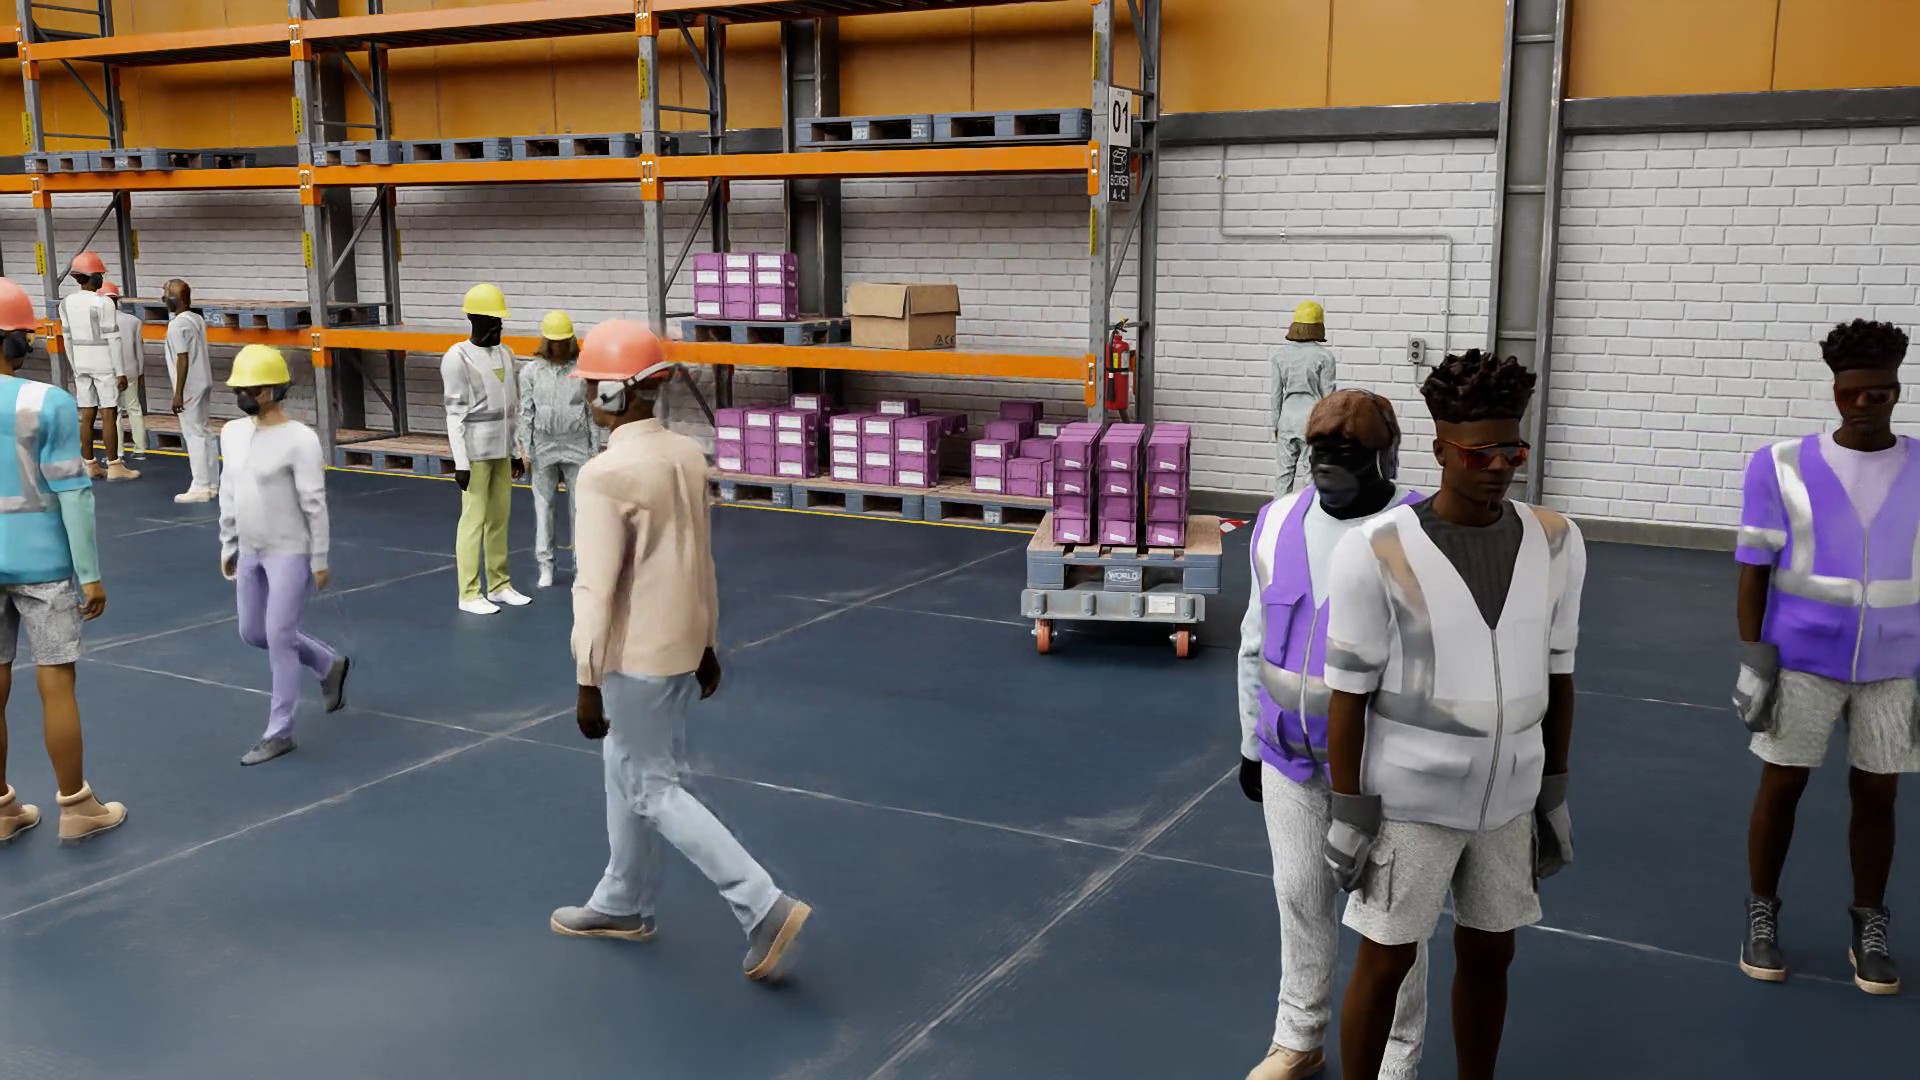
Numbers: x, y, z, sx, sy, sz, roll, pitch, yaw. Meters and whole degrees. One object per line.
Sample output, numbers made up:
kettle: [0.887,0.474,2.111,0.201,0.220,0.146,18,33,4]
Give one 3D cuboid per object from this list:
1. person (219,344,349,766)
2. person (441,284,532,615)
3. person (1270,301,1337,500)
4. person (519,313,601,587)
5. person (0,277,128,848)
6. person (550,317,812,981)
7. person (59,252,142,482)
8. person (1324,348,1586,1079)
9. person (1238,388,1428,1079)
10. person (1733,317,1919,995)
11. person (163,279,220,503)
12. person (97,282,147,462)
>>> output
person: [-2.871,0.033,7.097,0.538,1.749,0.656,5,12,26]
person: [-2.750,-0.525,9.704,0.398,1.919,0.582,4,11,20]
person: [2.411,-0.795,11.650,0.487,1.744,0.296,7,13,35]
person: [-2.479,-0.535,10.368,0.489,1.745,0.587,-3,11,-14]
person: [-3.371,0.093,5.953,0.605,2.045,0.381,0,10,0]
person: [-0.857,0.329,4.909,0.907,1.967,0.628,4,11,19]
person: [-7.718,-1.540,14.898,0.608,2.048,0.365,4,11,19]
person: [1.085,0.553,3.685,0.606,1.958,0.379,-2,11,-13]
person: [0.943,0.541,4.089,0.628,1.835,0.430,9,14,42]
person: [2.572,0.337,4.847,0.618,1.962,0.362,3,11,16]
person: [-6.367,-1.229,13.751,0.339,1.842,0.507,0,10,-1]
person: [-8.225,-1.630,16.207,0.337,1.746,0.573,5,12,28]
